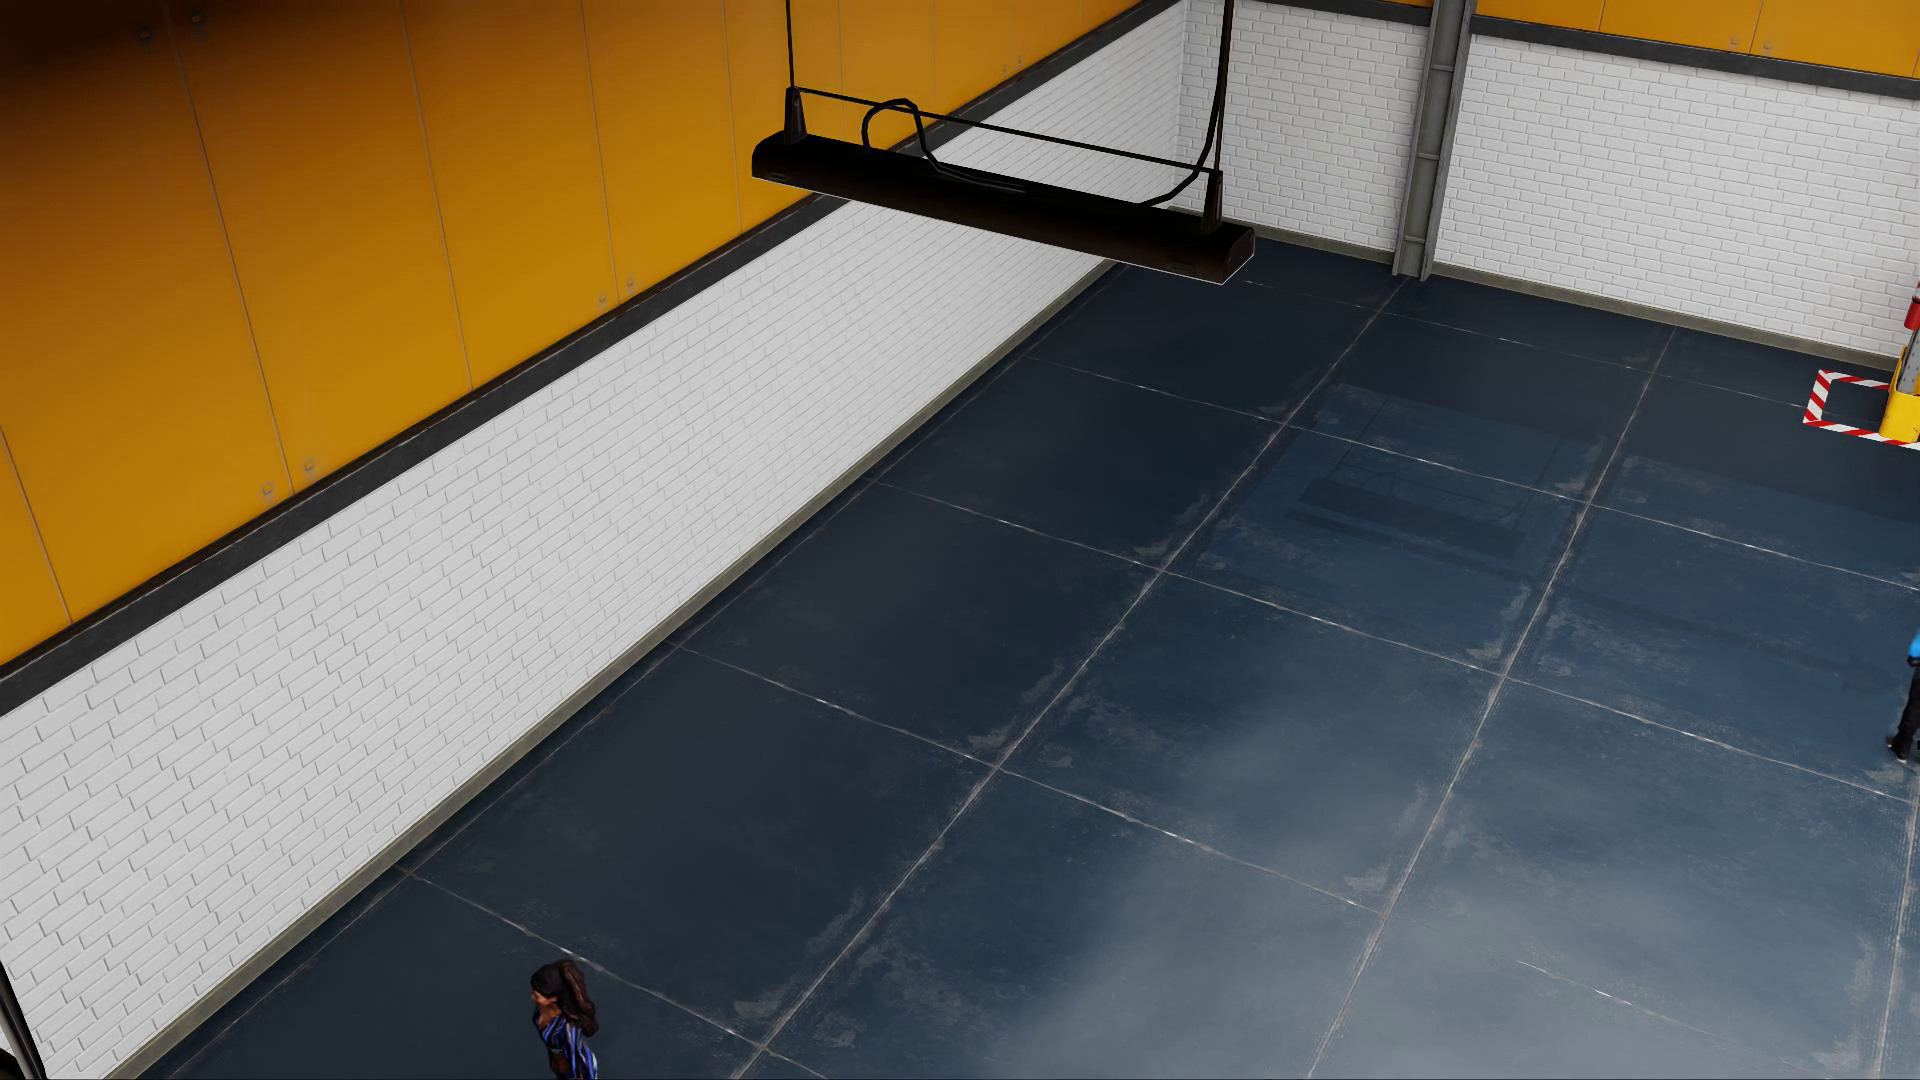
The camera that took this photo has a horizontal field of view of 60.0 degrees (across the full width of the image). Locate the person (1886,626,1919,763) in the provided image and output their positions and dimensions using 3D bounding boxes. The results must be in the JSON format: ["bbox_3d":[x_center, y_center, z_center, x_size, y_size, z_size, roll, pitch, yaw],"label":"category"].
[{"bbox_3d":[7.154,0.880,12.066,0.558,1.803,0.717,10,35,14],"label":"person"}]

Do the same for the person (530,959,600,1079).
[{"bbox_3d":[-2.142,2.908,9.183,0.757,1.617,0.645,-19,38,-26],"label":"person"}]
